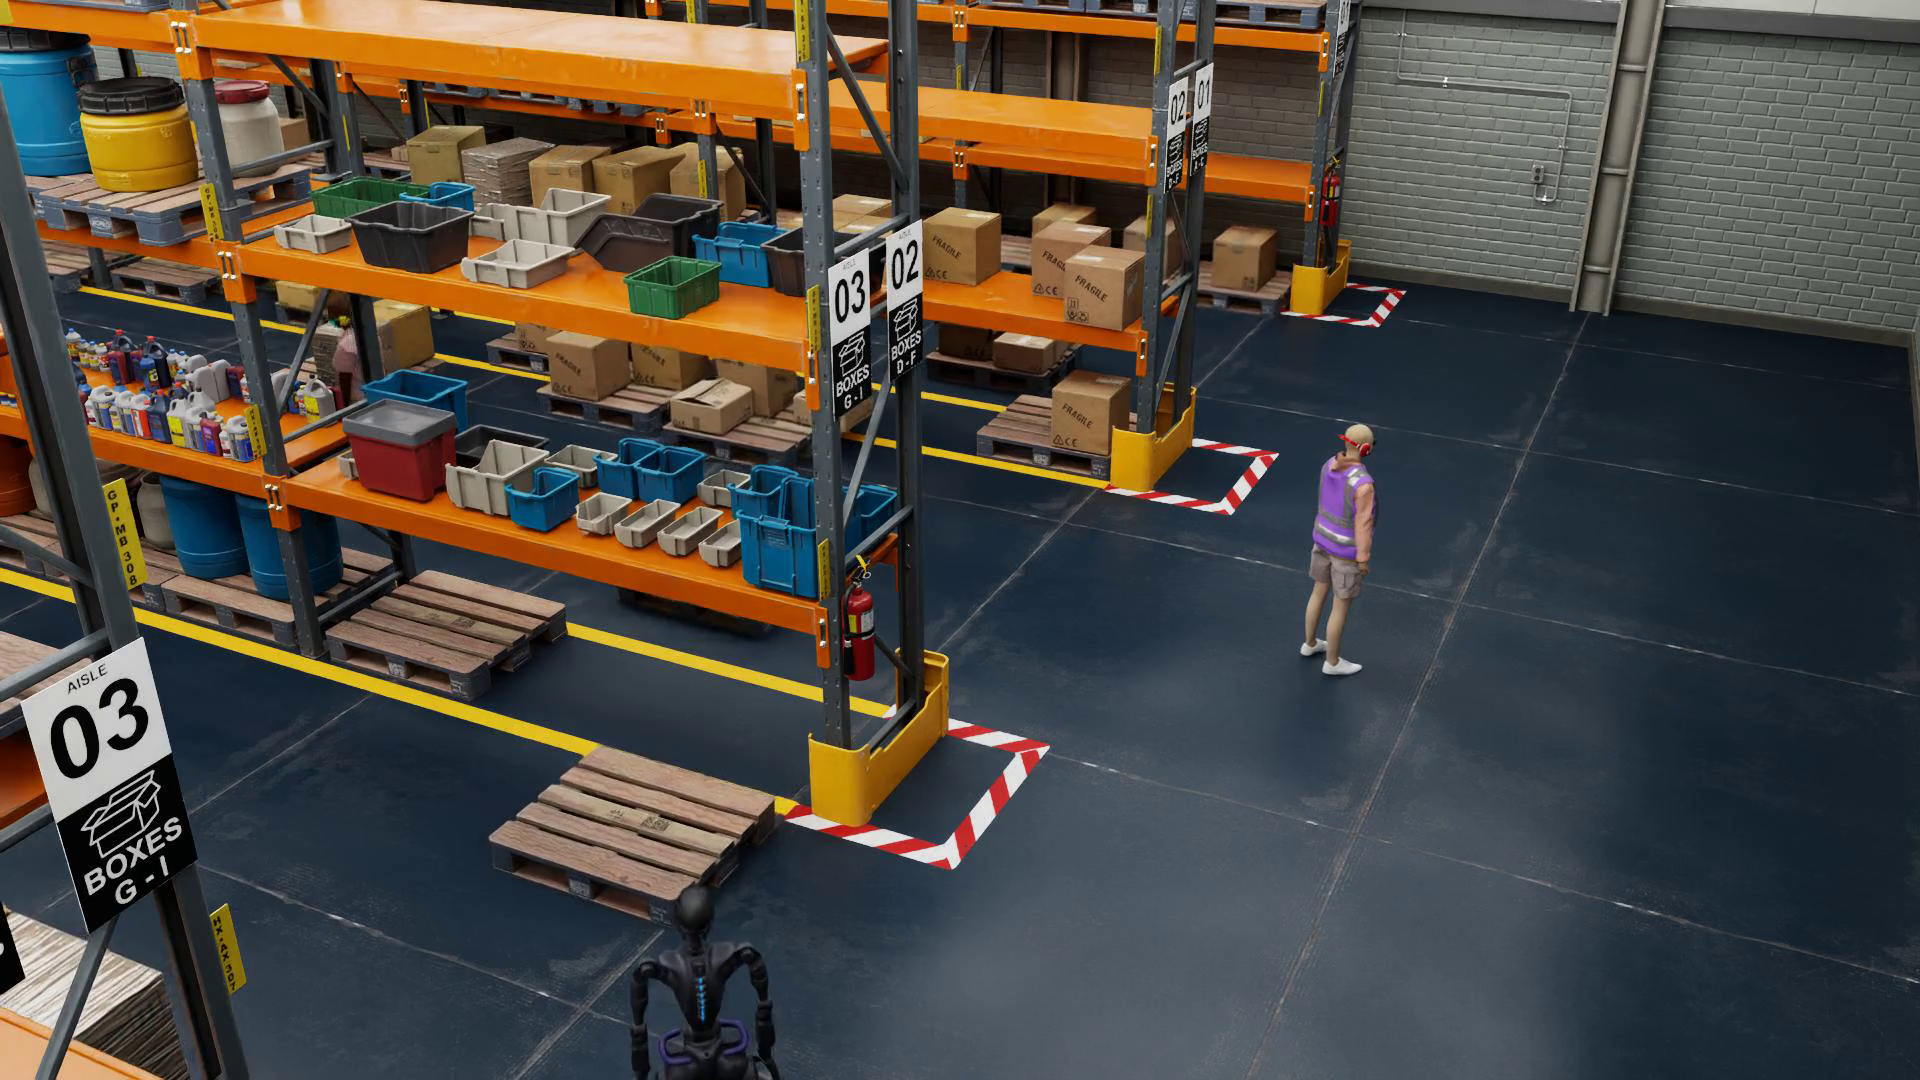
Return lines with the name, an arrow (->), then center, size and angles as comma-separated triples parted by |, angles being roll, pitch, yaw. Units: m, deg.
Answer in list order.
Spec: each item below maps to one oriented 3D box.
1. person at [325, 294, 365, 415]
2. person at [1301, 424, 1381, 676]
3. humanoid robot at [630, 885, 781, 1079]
person -> -4.468, -1.045, 12.725 | 0.766, 1.764, 0.532 | -1, 26, -2
person -> 2.428, 0.057, 10.592 | 0.351, 1.688, 0.489 | -11, 28, -21
humanoid robot -> -1.007, 2.073, 6.534 | 0.611, 1.630, 0.450 | -7, 27, -14
